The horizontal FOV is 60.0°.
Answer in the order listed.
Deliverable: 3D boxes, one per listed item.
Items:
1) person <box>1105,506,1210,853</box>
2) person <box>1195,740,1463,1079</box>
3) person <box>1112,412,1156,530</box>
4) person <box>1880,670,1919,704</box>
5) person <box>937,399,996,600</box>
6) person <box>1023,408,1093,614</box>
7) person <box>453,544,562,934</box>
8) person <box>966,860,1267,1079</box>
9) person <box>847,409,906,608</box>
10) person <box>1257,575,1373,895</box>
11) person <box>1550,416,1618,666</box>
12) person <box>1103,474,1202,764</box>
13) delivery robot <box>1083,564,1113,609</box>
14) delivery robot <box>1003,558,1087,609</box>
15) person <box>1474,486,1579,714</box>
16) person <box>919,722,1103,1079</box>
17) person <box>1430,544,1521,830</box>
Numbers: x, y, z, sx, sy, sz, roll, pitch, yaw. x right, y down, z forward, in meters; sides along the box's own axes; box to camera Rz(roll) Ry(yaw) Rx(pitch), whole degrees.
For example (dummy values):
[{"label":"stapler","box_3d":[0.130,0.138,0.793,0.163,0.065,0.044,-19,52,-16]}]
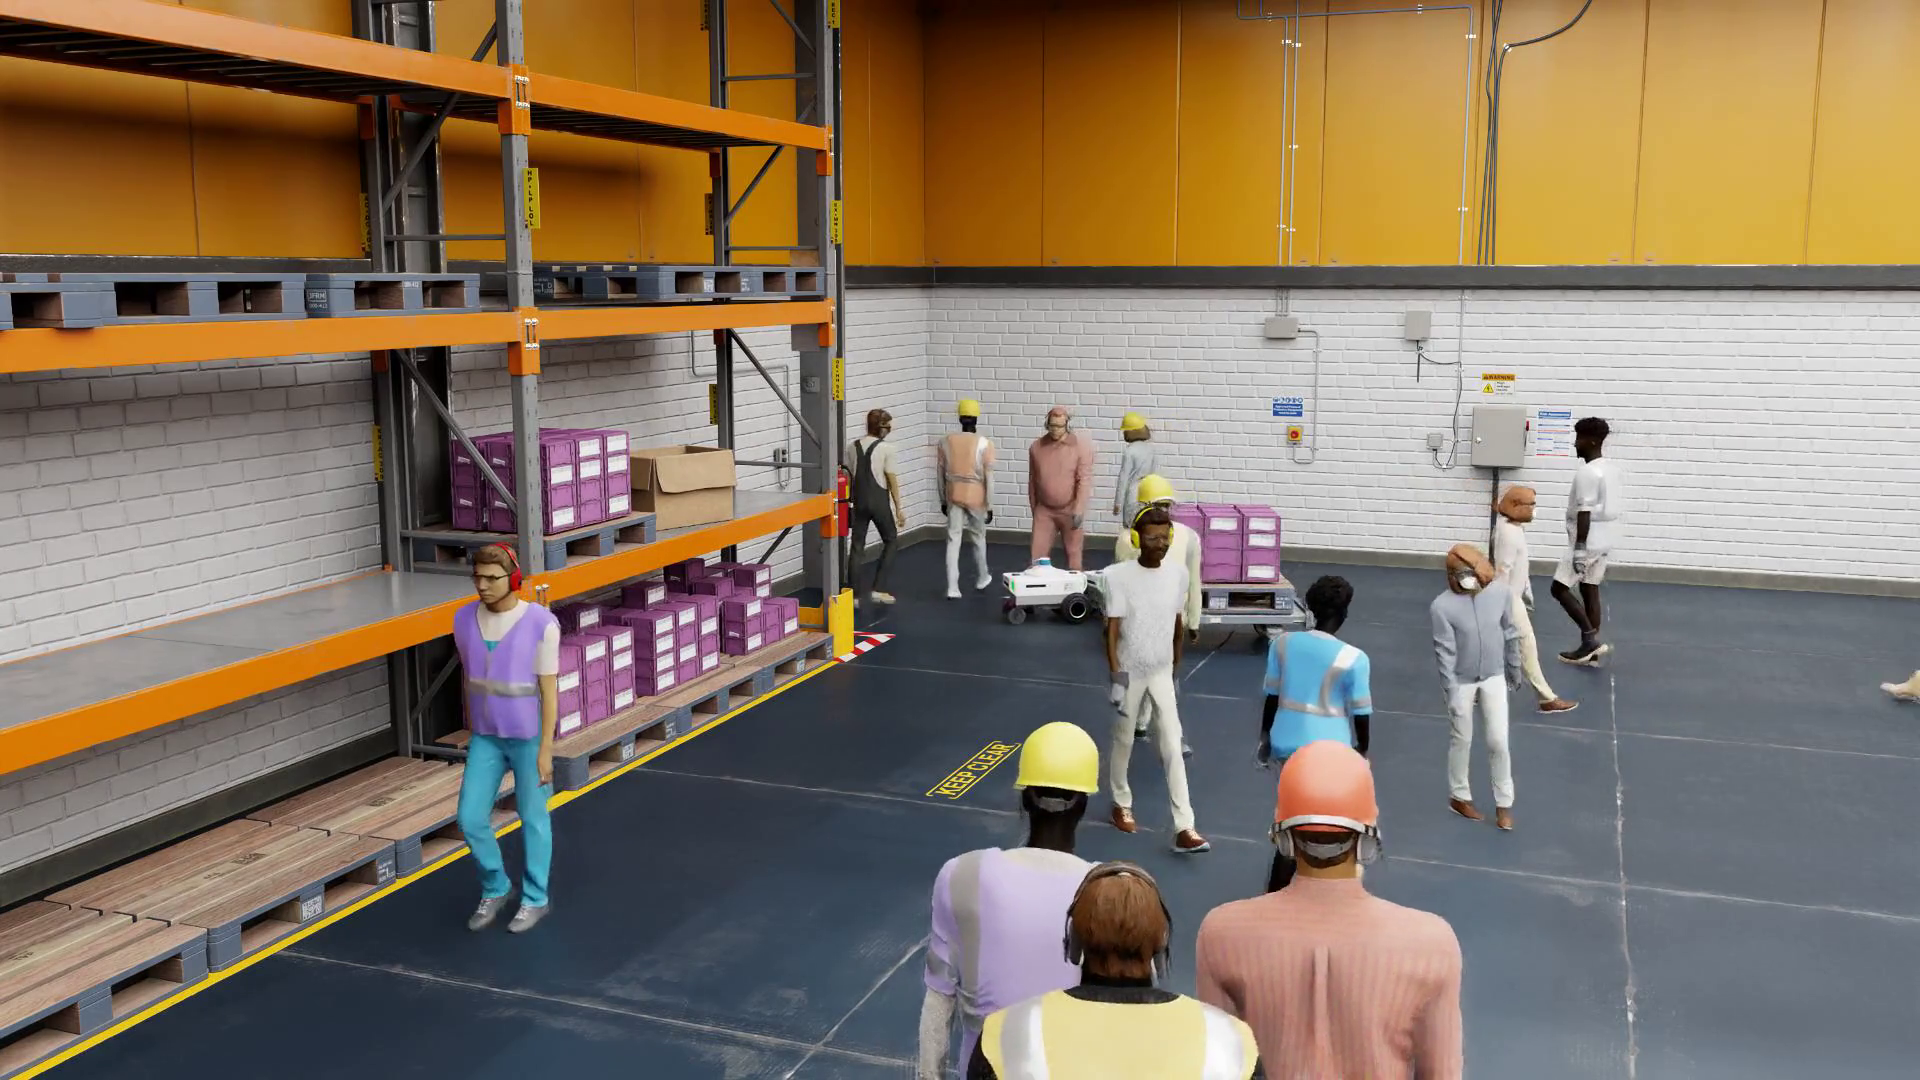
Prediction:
[{"label":"person","box_3d":[1.007,0.739,8.761,0.511,1.824,0.966,-2,9,-15]},{"label":"person","box_3d":[0.829,1.445,3.833,0.628,1.980,0.652,3,9,17]},{"label":"person","box_3d":[1.690,-0.380,16.112,0.365,1.720,0.492,7,12,38]},{"label":"person","box_3d":[6.843,0.206,11.521,0.899,2.003,0.632,6,11,35]},{"label":"person","box_3d":[0.064,-0.395,15.729,0.598,1.874,0.990,2,9,15]},{"label":"person","box_3d":[0.845,-0.244,14.858,0.632,1.853,0.967,4,10,22]},{"label":"person","box_3d":[-2.073,0.918,7.611,0.563,1.828,0.498,3,9,17]},{"label":"person","box_3d":[0.312,1.577,3.545,0.658,1.812,0.706,0,9,-1]},{"label":"person","box_3d":[-0.786,-0.278,15.151,0.641,1.817,0.443,5,10,27]},{"label":"person","box_3d":[1.678,0.981,7.783,0.859,1.631,0.538,-7,11,-38]},{"label":"person","box_3d":[4.839,0.019,12.866,0.417,1.951,0.649,8,12,40]},{"label":"person","box_3d":[1.250,0.485,10.490,0.598,1.790,0.934,-4,10,-26]},{"label":"delivery robot","box_3d":[1.456,0.371,14.742,0.707,0.478,0.477,-4,10,-26]},{"label":"delivery robot","box_3d":[0.739,0.398,14.568,0.707,0.478,0.477,-2,9,-12]},{"label":"person","box_3d":[3.865,0.404,11.576,0.850,1.580,0.518,3,10,20]},{"label":"person","box_3d":[0.183,1.422,4.260,0.601,1.891,0.606,3,9,17]},{"label":"person","box_3d":[2.830,0.803,9.096,0.575,1.588,0.574,-1,9,-4]}]
